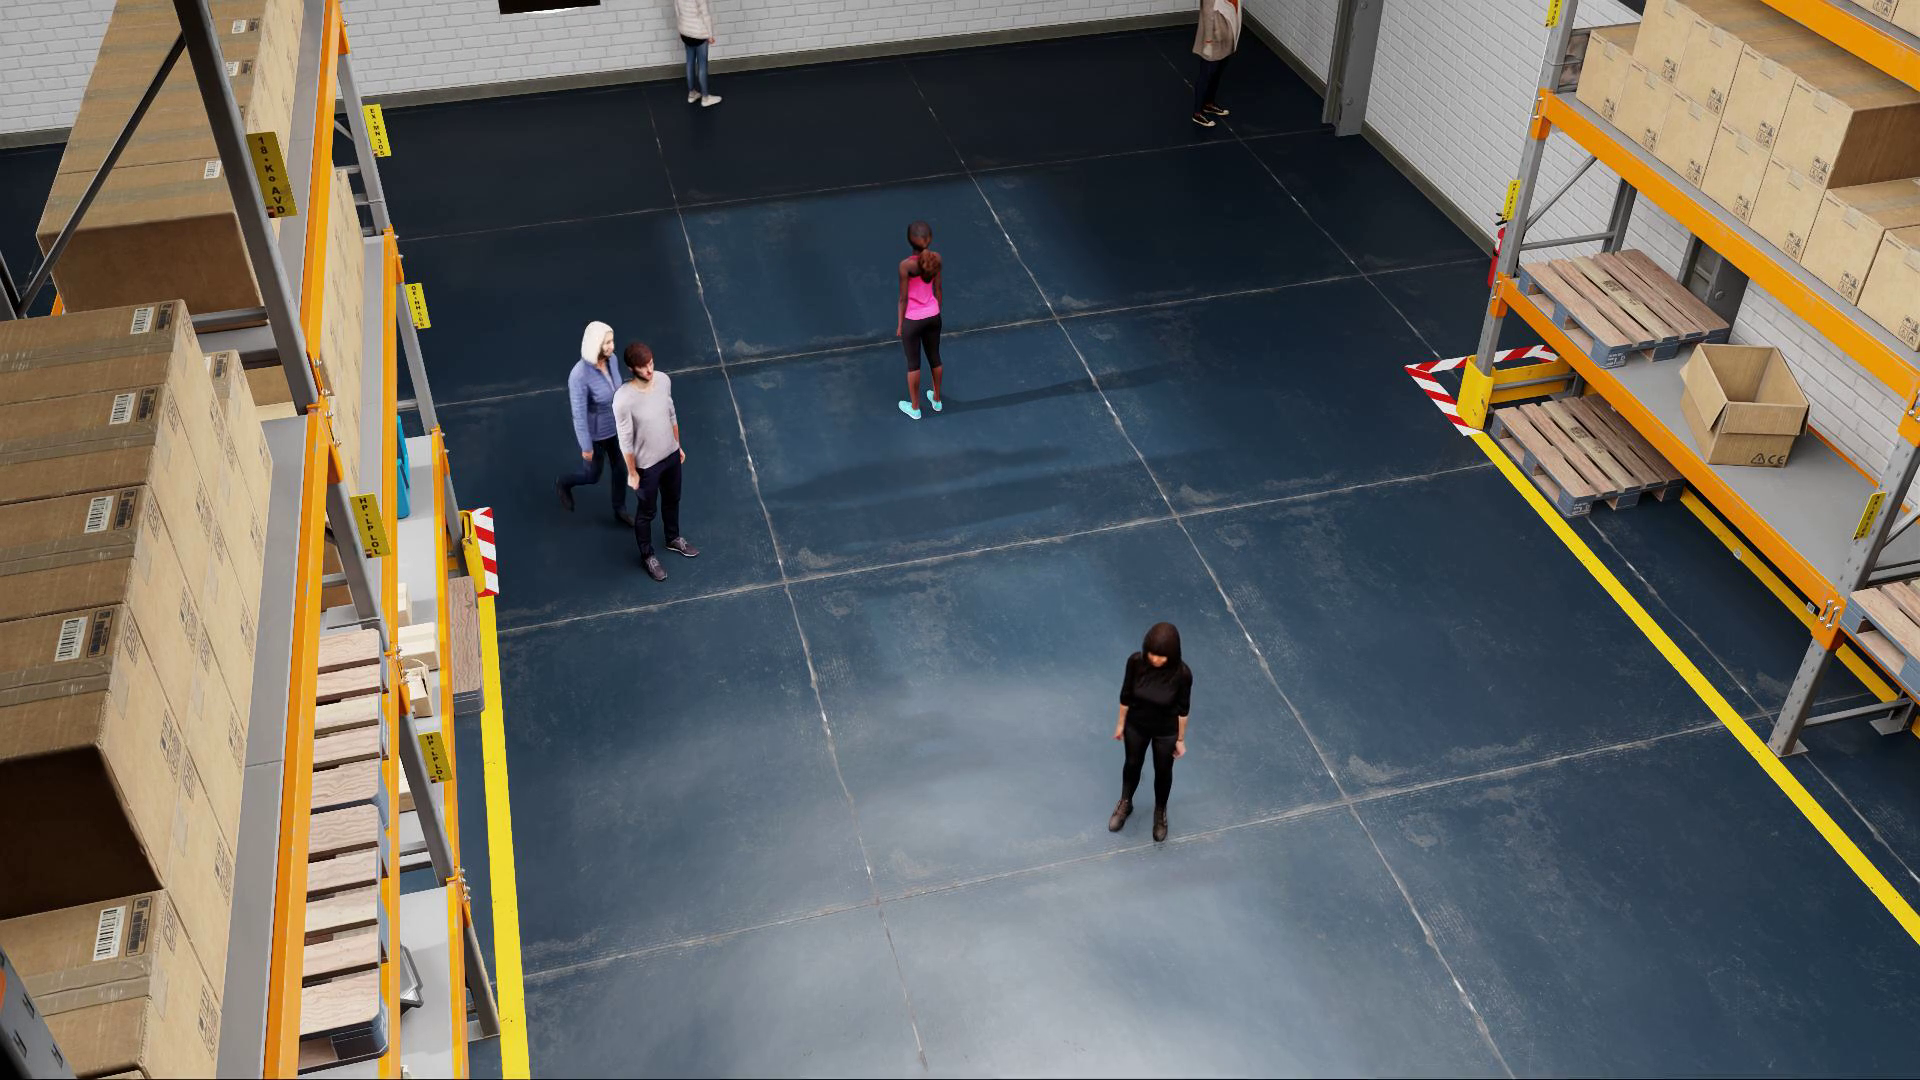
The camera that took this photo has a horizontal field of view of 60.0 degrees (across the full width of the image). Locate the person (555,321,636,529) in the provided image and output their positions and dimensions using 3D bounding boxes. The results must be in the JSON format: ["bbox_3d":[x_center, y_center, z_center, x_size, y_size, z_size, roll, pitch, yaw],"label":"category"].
[{"bbox_3d":[-2.672,-0.839,12.059,1.077,1.715,1.013,23,44,26],"label":"person"}]

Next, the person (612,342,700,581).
[{"bbox_3d":[-2.152,-0.588,11.641,0.760,1.844,0.735,25,45,28],"label":"person"}]

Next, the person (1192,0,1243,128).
[{"bbox_3d":[2.705,-5.358,17.576,0.874,1.891,0.822,22,44,25],"label":"person"}]

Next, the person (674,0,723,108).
[{"bbox_3d":[-2.870,-5.520,17.984,0.689,1.635,0.768,24,44,27],"label":"person"}]

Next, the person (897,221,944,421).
[{"bbox_3d":[-0.309,-1.751,13.193,0.624,1.724,0.628,-20,43,-24],"label":"person"}]

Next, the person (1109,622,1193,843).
[{"bbox_3d":[1.127,1.082,9.713,0.651,1.640,0.673,12,40,15],"label":"person"}]
